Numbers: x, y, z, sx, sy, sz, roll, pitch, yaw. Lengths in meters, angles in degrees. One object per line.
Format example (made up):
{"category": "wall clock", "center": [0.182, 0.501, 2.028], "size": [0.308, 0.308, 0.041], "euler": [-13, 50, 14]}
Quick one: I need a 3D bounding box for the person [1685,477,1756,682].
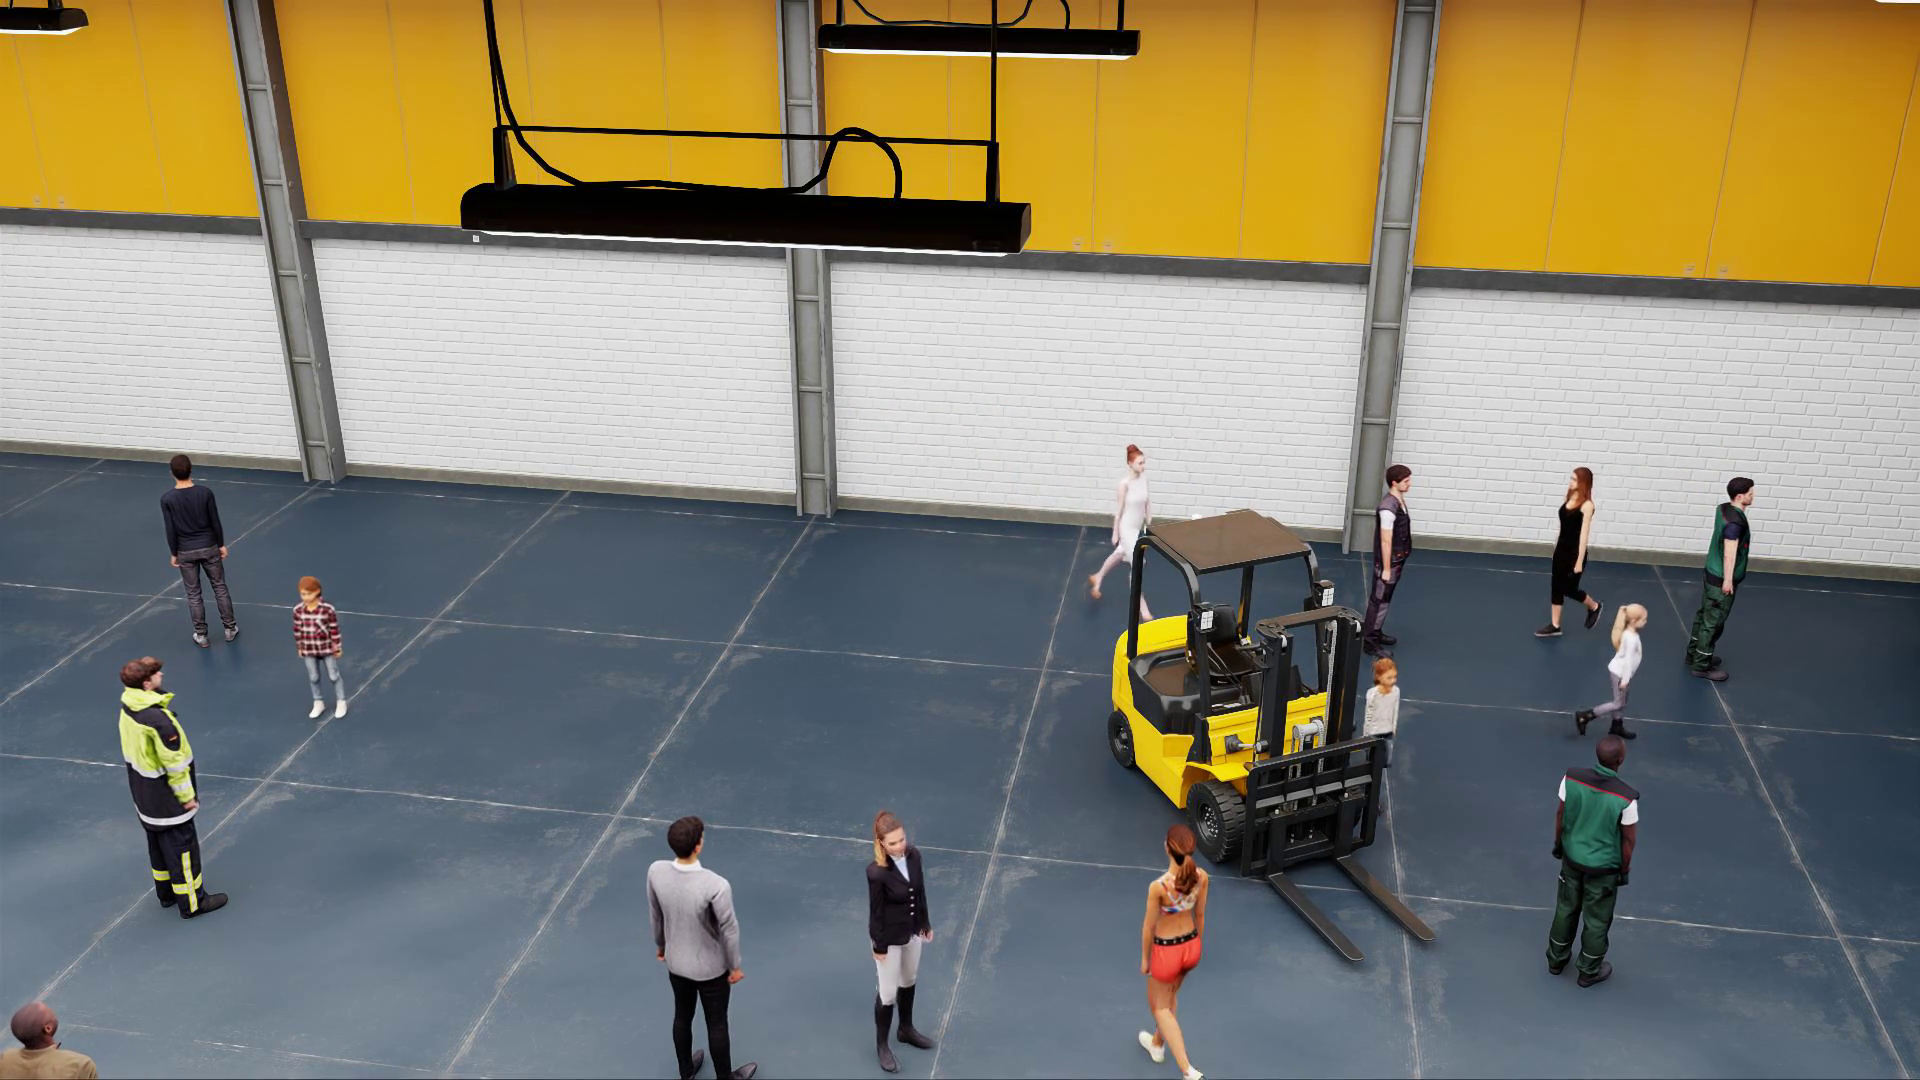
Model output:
{"category": "person", "center": [6.846, 0.314, 14.940], "size": [0.566, 1.899, 0.688], "euler": [5, 24, 12]}

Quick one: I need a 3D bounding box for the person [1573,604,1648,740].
{"category": "person", "center": [5.470, 1.107, 13.917], "size": [0.768, 1.265, 0.509], "euler": [5, 24, 12]}

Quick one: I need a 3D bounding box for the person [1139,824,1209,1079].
{"category": "person", "center": [1.315, 2.539, 10.008], "size": [1.022, 1.773, 0.970], "euler": [-9, 25, -20]}

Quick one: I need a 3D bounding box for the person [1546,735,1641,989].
{"category": "person", "center": [4.157, 2.095, 10.940], "size": [0.847, 1.839, 0.751], "euler": [-22, 32, -40]}

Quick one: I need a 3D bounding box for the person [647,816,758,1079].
{"category": "person", "center": [-1.581, 2.491, 9.930], "size": [0.662, 1.923, 0.852], "euler": [10, 25, 21]}

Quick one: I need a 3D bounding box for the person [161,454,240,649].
{"category": "person", "center": [-7.090, 0.096, 15.475], "size": [0.701, 1.870, 0.777], "euler": [-14, 27, -28]}

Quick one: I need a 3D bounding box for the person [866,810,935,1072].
{"category": "person", "center": [-0.388, 2.443, 10.282], "size": [0.739, 1.729, 0.710], "euler": [19, 30, 36]}

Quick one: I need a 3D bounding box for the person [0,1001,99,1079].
{"category": "person", "center": [-4.588, 3.137, 8.577], "size": [0.541, 1.824, 0.795], "euler": [2, 24, 4]}

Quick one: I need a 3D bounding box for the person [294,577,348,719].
{"category": "person", "center": [-5.517, 0.906, 14.329], "size": [0.517, 1.304, 0.641], "euler": [-1, 24, -3]}

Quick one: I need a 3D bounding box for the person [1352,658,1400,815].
{"category": "person", "center": [3.224, 1.491, 12.987], "size": [0.699, 1.307, 0.719], "euler": [-10, 25, -21]}

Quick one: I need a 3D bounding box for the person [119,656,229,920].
{"category": "person", "center": [-5.585, 1.713, 11.637], "size": [0.792, 1.982, 0.927], "euler": [18, 29, 36]}

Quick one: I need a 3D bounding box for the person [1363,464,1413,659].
{"category": "person", "center": [3.943, 0.168, 15.339], "size": [0.639, 1.848, 0.704], "euler": [9, 25, 19]}

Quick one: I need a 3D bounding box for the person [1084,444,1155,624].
{"category": "person", "center": [1.559, -0.085, 16.034], "size": [1.154, 1.754, 0.968], "euler": [21, 31, 39]}

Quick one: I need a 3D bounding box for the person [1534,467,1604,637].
{"category": "person", "center": [5.809, 0.128, 15.594], "size": [0.959, 1.716, 0.809], "euler": [-7, 25, -15]}
